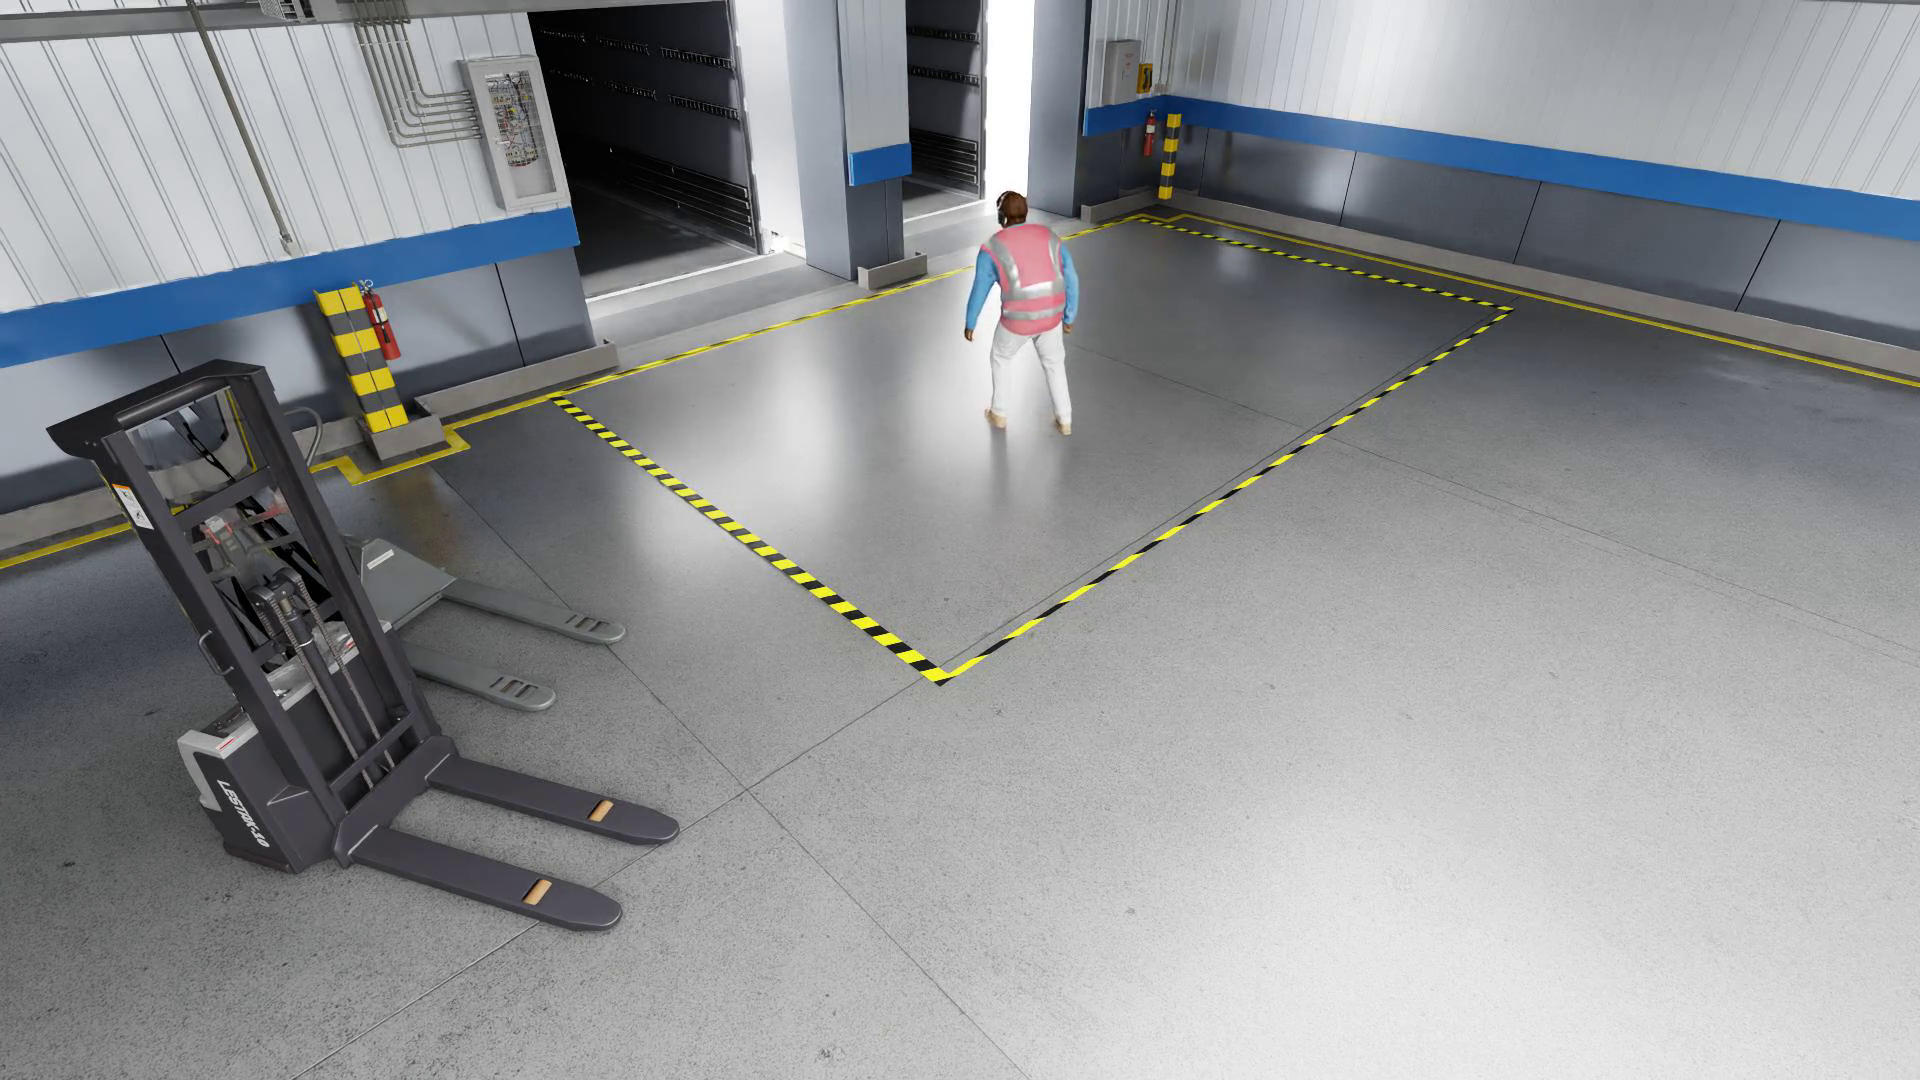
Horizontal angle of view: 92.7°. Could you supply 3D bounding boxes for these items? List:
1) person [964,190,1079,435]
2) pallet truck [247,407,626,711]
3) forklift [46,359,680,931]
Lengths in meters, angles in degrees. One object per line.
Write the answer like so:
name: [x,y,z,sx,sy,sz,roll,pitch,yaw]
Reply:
person: [0.466,-1.597,6.603,0.809,1.692,0.636,-10,35,-14]
pallet truck: [-2.628,0.038,4.590,1.601,1.201,0.680,12,36,18]
forklift: [-2.135,0.422,3.354,1.885,1.965,0.823,10,35,14]
